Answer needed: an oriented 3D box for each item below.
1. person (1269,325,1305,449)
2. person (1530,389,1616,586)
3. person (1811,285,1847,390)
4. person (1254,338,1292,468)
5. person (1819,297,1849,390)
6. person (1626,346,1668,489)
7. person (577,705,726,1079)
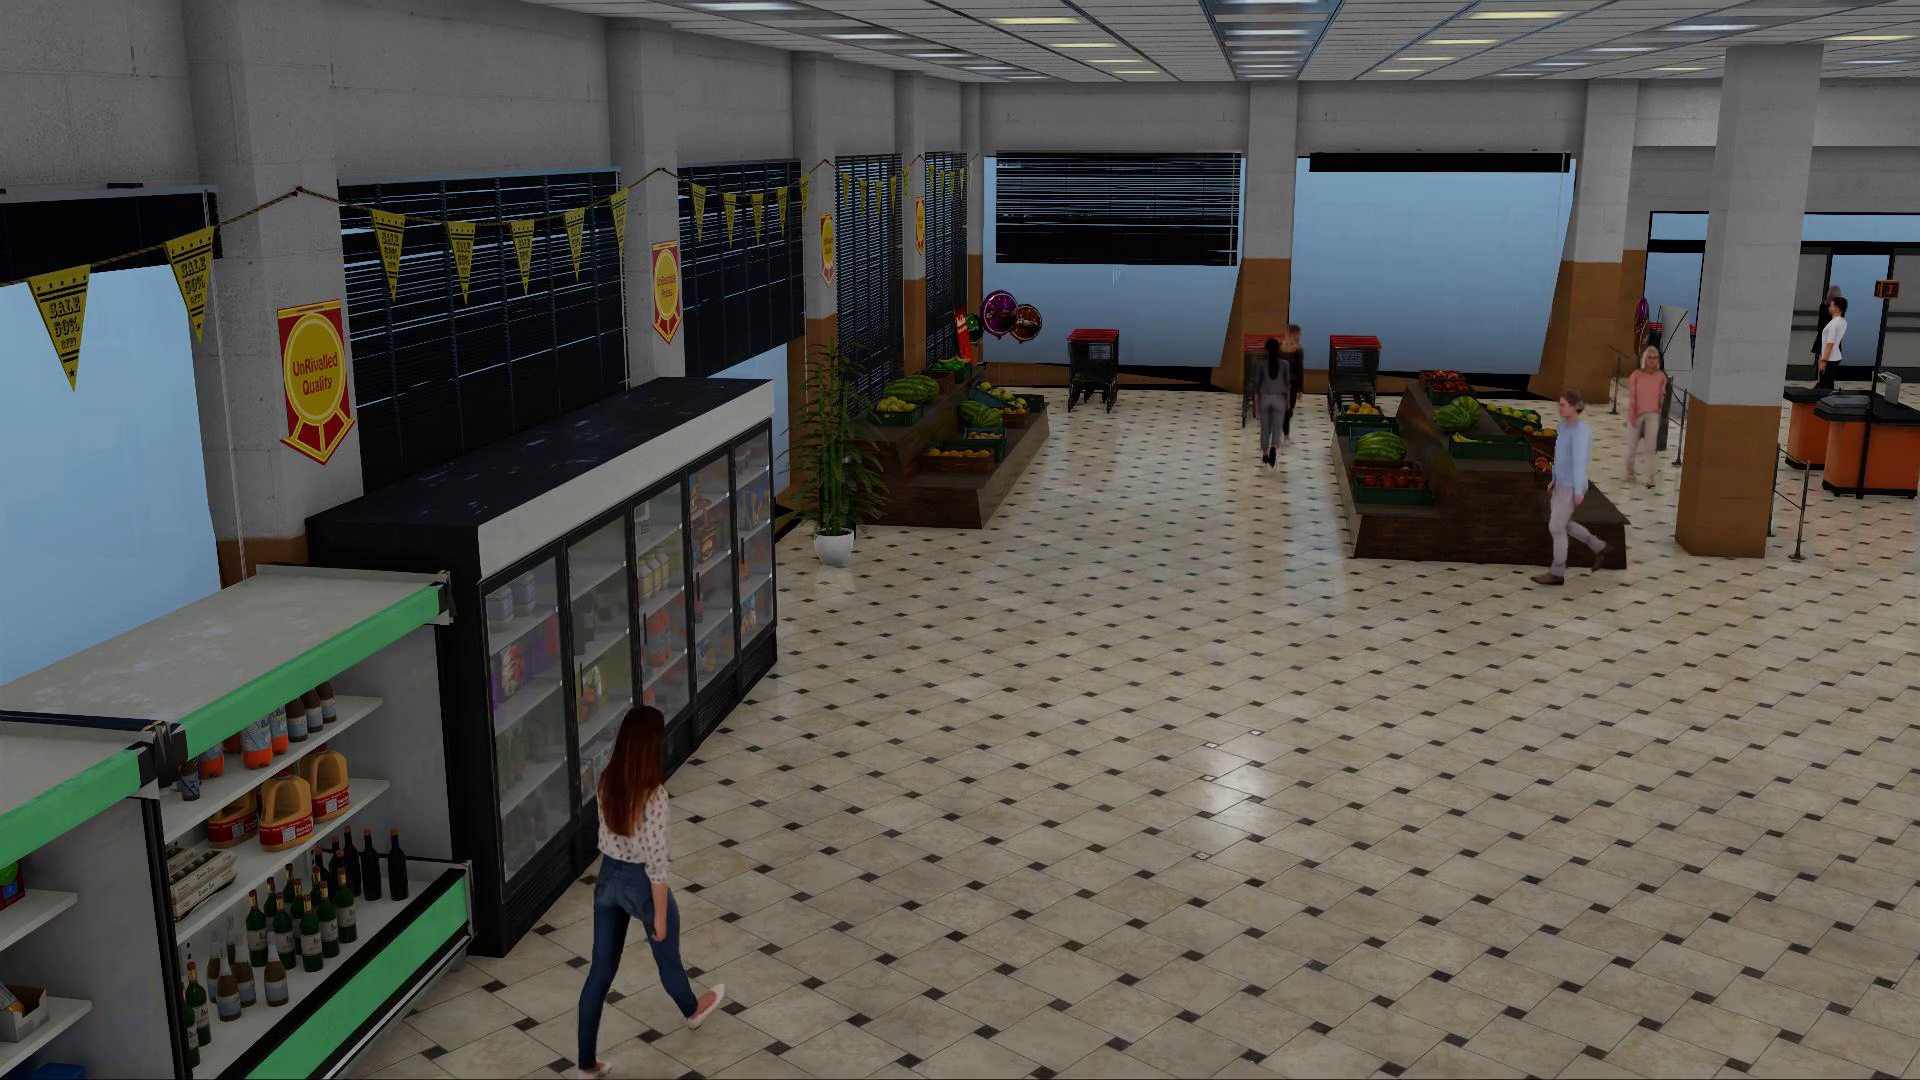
[{"bbox_3d":[4.354,-2.019,22.324,0.988,1.672,1.146,12,18,41],"label":"person"},{"bbox_3d":[5.803,-0.481,15.584,0.709,1.861,0.944,1,14,6],"label":"person"},{"bbox_3d":[14.559,-3.400,27.861,0.586,1.747,0.544,2,14,9],"label":"person"},{"bbox_3d":[3.949,-1.693,21.029,0.651,1.650,1.033,3,14,12],"label":"person"},{"bbox_3d":[12.915,-2.679,24.666,0.823,1.853,0.708,12,18,42],"label":"person"},{"bbox_3d":[8.235,-1.481,20.113,0.614,1.670,1.181,2,14,9],"label":"person"},{"bbox_3d":[-1.507,1.608,7.351,0.897,1.683,1.219,7,15,28],"label":"person"}]
